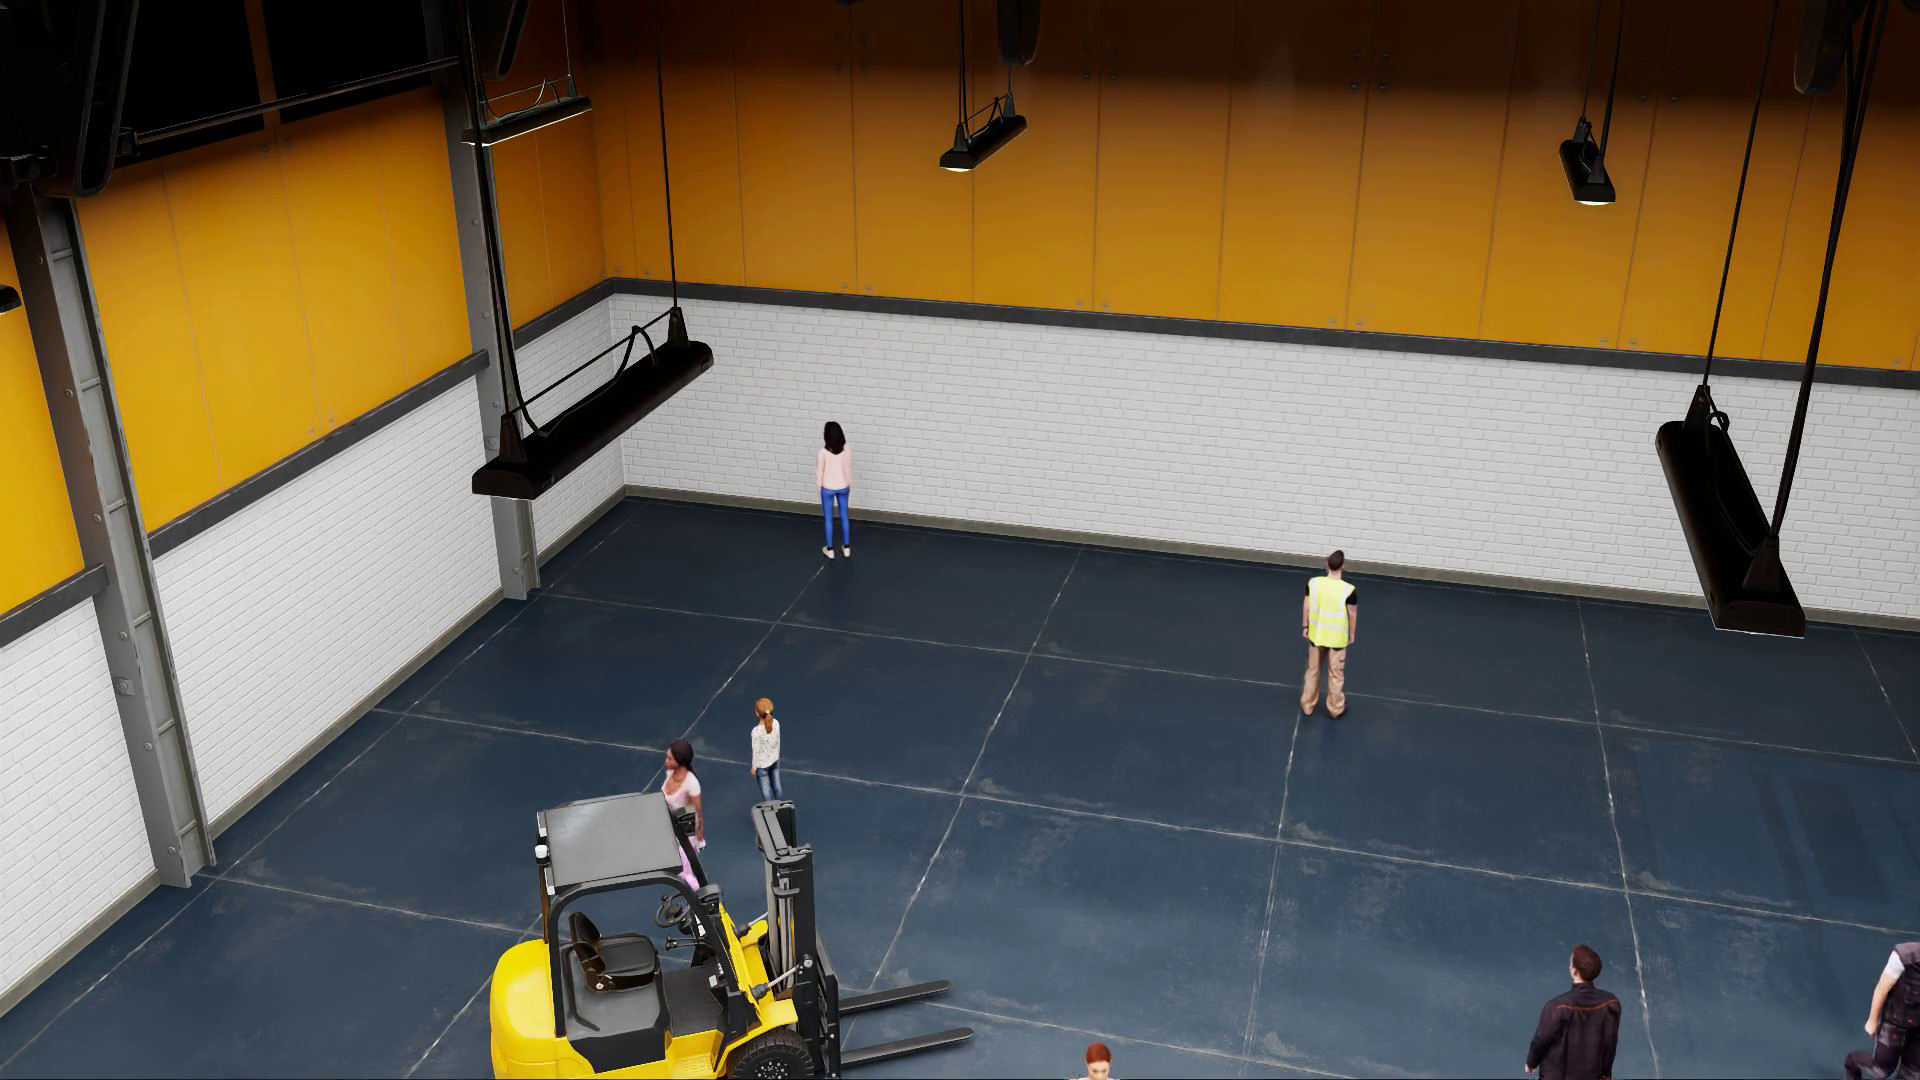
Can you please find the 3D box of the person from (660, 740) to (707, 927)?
[{"bbox_3d":[-2.223,2.409,13.768,0.812,1.728,0.750,-16,28,-33],"label":"person"}]

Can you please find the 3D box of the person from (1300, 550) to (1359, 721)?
[{"bbox_3d":[3.757,0.960,16.939,0.753,1.844,0.755,11,26,23],"label":"person"}]

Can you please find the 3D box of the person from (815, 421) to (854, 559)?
[{"bbox_3d":[-1.551,-0.630,20.673,0.721,1.768,0.742,-8,25,-18],"label":"person"}]

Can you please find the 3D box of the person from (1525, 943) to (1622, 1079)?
[{"bbox_3d":[4.045,3.579,10.925,1.075,1.862,1.353,-4,24,-10],"label":"person"}]

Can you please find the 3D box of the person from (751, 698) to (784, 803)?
[{"bbox_3d":[-1.751,2.030,15.149,0.615,1.316,0.541,21,31,39],"label":"person"}]

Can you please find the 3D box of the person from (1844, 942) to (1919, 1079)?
[{"bbox_3d":[6.590,3.290,11.628,0.834,1.828,0.957,-2,24,-4],"label":"person"}]
